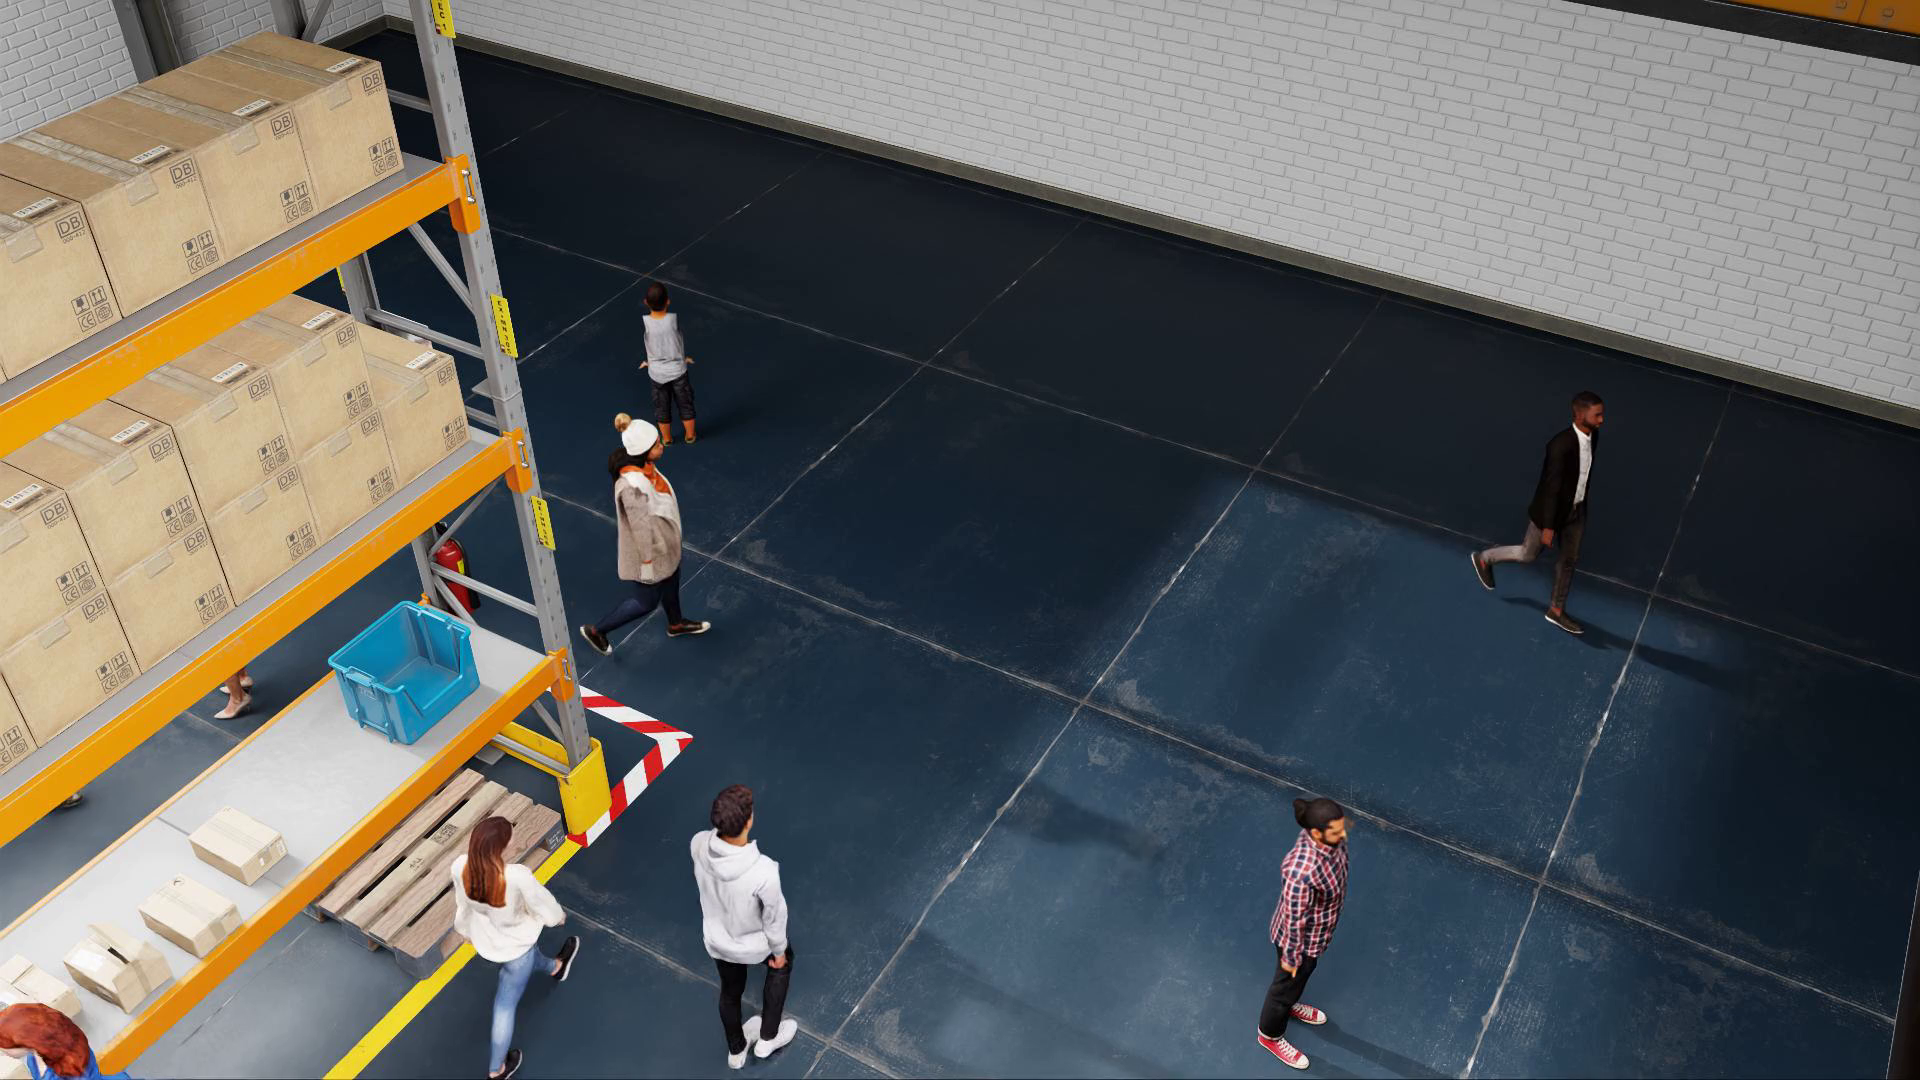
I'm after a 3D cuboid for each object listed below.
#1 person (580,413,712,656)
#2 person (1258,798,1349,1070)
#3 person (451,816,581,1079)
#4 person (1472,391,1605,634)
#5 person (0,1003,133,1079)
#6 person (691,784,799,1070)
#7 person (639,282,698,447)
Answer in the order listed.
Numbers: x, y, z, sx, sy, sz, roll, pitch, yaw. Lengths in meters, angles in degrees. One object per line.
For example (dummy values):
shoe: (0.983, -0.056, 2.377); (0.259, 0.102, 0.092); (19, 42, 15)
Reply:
person: (-2.129, -0.002, 10.732); (1.157, 1.872, 1.131); (-7, 39, -8)
person: (1.741, 1.939, 8.391); (0.754, 1.762, 0.542); (17, 42, 20)
person: (-2.291, 2.091, 8.302); (0.736, 1.634, 1.180); (13, 41, 16)
person: (3.900, -0.225, 11.088); (1.169, 1.776, 1.032); (-25, 45, -28)
person: (-3.802, 2.563, 7.599); (1.139, 1.775, 0.841); (-29, 47, -31)
person: (-1.122, 2.004, 8.190); (0.722, 1.911, 0.678); (13, 41, 16)
person: (-2.252, -1.377, 12.787); (0.653, 1.456, 0.688); (-5, 39, -6)
